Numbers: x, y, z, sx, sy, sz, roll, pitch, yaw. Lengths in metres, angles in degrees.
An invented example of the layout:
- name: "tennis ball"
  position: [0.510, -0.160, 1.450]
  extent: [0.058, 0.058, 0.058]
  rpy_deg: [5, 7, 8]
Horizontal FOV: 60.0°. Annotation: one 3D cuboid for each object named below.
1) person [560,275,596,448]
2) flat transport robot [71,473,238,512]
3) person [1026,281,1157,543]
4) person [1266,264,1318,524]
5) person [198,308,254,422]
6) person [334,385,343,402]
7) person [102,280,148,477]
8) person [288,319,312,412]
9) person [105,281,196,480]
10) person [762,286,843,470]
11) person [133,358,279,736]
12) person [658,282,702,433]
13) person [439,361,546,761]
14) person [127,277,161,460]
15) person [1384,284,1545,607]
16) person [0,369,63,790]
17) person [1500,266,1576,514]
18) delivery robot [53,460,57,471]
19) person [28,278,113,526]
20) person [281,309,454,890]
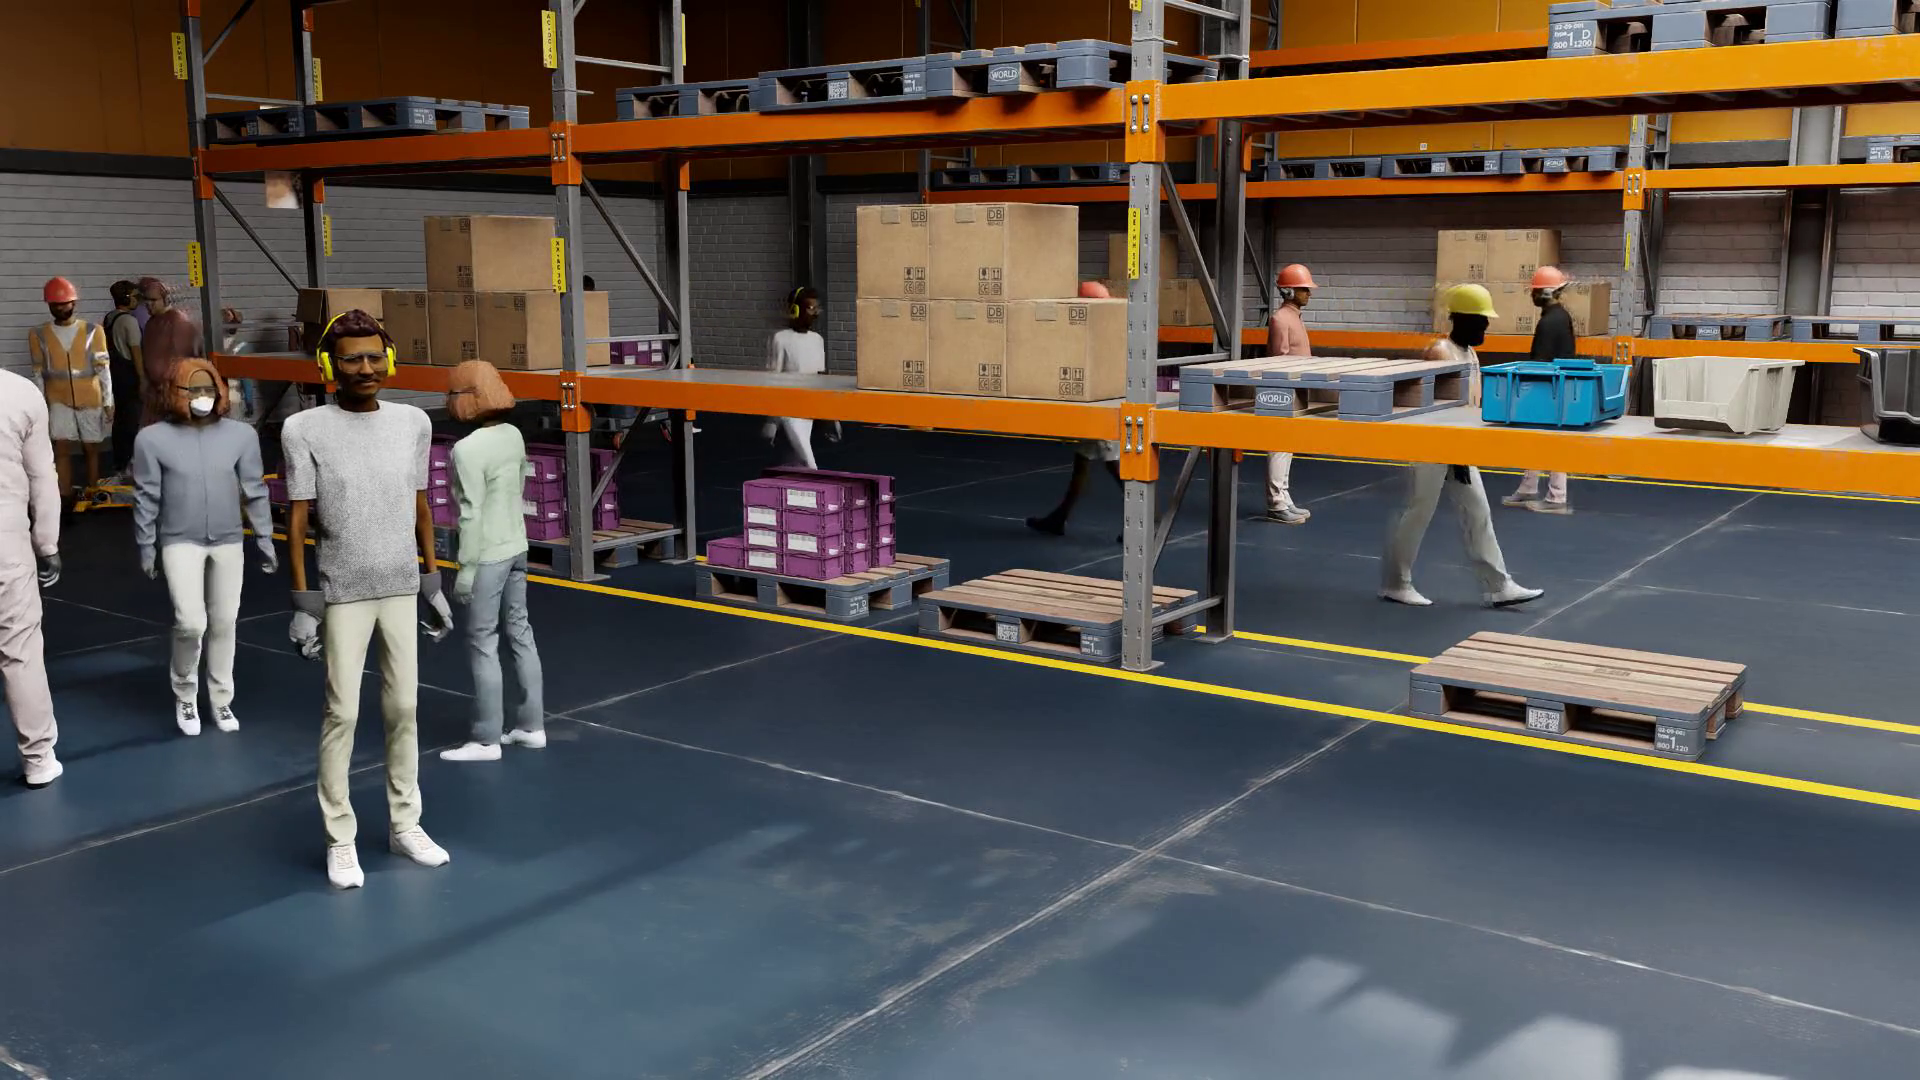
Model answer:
- name: "person"
  position: [-3.324, -1.389, 14.738]
  extent: [0.512, 1.901, 0.685]
  rpy_deg: [2, 10, 11]
- name: "flat transport robot"
  position: [-6.553, -0.407, 13.723]
  extent: [1.431, 0.197, 0.652]
  rpy_deg: [-3, 10, -20]
- name: "person"
  position: [0.988, -0.911, 11.968]
  extent: [1.042, 1.878, 0.573]
  rpy_deg: [4, 10, 21]
- name: "person"
  position: [2.552, -1.127, 12.886]
  extent: [0.381, 1.994, 0.619]
  rpy_deg: [4, 10, 20]
- name: "person"
  position: [-6.343, -1.191, 14.388]
  extent: [0.529, 1.609, 0.545]
  rpy_deg: [4, 10, 20]
- name: "person"
  position: [-6.946, -1.911, 18.478]
  extent: [0.534, 1.683, 0.391]
  rpy_deg: [2, 10, 13]
- name: "person"
  position: [-7.665, -1.462, 15.328]
  extent: [0.515, 1.843, 0.326]
  rpy_deg: [7, 12, 34]
- name: "person"
  position: [-7.283, -1.927, 18.742]
  extent: [0.519, 1.633, 0.311]
  rpy_deg: [-5, 11, -26]
- name: "person"
  position: [-6.972, -1.326, 14.541]
  extent: [0.626, 1.844, 0.993]
  rpy_deg: [6, 11, 30]
- name: "person"
  position: [-1.016, -0.825, 11.542]
  extent: [0.823, 1.836, 0.573]
  rpy_deg: [6, 11, 32]
- name: "person"
  position: [-3.202, 0.038, 7.057]
  extent: [0.512, 1.616, 0.400]
  rpy_deg: [-9, 13, -42]
- name: "person"
  position: [-3.320, -2.219, 19.589]
  extent: [0.369, 1.928, 0.585]
  rpy_deg: [-8, 12, -40]
- name: "person"
  position: [-1.924, 0.090, 6.759]
  extent: [0.363, 1.628, 0.510]
  rpy_deg: [2, 10, 12]
- name: "person"
  position: [-8.016, -1.644, 16.375]
  extent: [0.474, 1.865, 0.777]
  rpy_deg: [-7, 12, -36]
- name: "person"
  position: [2.913, -0.515, 9.585]
  extent: [0.953, 1.883, 0.613]
  rpy_deg: [8, 12, 38]
- name: "person"
  position: [-3.747, 0.028, 6.269]
  extent: [0.646, 1.907, 0.401]
  rpy_deg: [-6, 11, -33]
- name: "person"
  position: [4.608, -1.198, 13.360]
  extent: [0.702, 1.971, 0.654]
  rpy_deg: [5, 11, 29]
- name: "delivery robot"
  position: [-7.432, -0.494, 13.118]
  extent: [0.707, 0.478, 0.477]
  rpy_deg: [-7, 11, -34]
- name: "person"
  position: [-6.850, -1.066, 12.842]
  extent: [0.549, 1.883, 0.985]
  rpy_deg: [-5, 11, -25]
- name: "person"
  position: [-1.922, 0.186, 5.442]
  extent: [0.538, 1.869, 0.312]
  rpy_deg: [-9, 13, -42]
